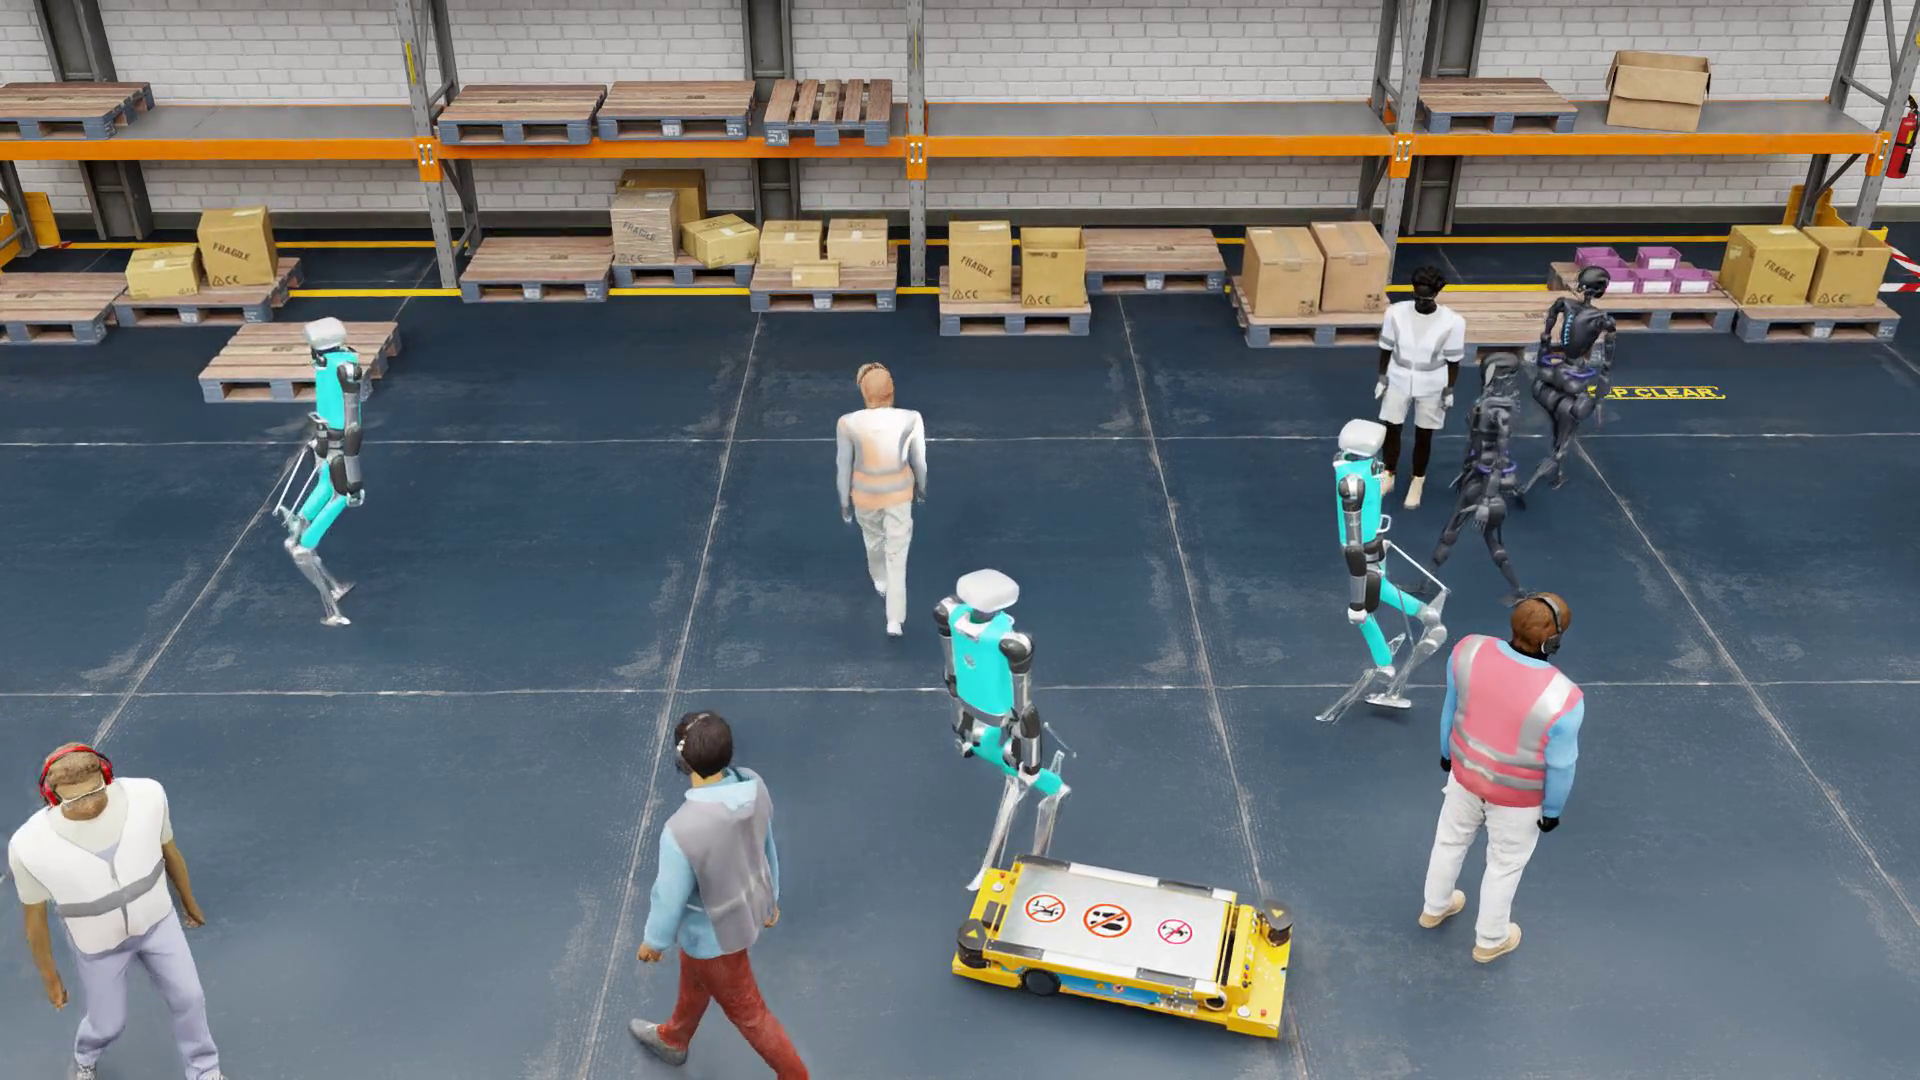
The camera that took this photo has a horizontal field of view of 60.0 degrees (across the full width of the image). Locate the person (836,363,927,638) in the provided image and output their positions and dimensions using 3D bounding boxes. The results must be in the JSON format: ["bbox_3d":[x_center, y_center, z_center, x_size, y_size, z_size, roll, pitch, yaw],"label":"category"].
[{"bbox_3d":[-0.447,-0.238,9.520,0.509,1.592,0.844,0,31,0],"label":"person"}]

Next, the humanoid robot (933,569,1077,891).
[{"bbox_3d":[0.273,0.856,7.575,0.549,1.799,0.700,27,40,37],"label":"humanoid robot"}]

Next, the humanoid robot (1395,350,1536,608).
[{"bbox_3d":[3.044,-0.322,9.646,0.818,1.632,0.611,1,31,2],"label":"humanoid robot"}]

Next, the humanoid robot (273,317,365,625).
[{"bbox_3d":[-3.731,-0.346,9.569,0.801,1.787,0.562,-22,37,-31],"label":"humanoid robot"}]

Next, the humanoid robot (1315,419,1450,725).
[{"bbox_3d":[2.251,0.246,8.610,0.877,1.782,0.541,9,32,15],"label":"humanoid robot"}]

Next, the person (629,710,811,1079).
[{"bbox_3d":[-0.958,1.463,6.467,0.941,1.838,0.524,10,33,17],"label":"person"}]

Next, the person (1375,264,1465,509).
[{"bbox_3d":[2.916,-0.988,10.680,0.541,1.679,0.360,16,35,25],"label":"person"}]

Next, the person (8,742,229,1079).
[{"bbox_3d":[-3.304,1.487,6.447,0.685,1.820,0.614,22,38,32],"label":"person"}]

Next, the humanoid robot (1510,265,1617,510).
[{"bbox_3d":[3.869,-0.990,10.728,0.738,1.627,0.589,-20,36,-29],"label":"humanoid robot"}]

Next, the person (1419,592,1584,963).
[{"bbox_3d":[2.344,1.021,7.200,0.431,1.837,0.630,-25,39,-35],"label":"person"}]

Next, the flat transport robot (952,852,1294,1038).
[{"bbox_3d":[0.738,1.790,7.430,1.431,0.231,0.659,8,32,13],"label":"flat transport robot"}]
